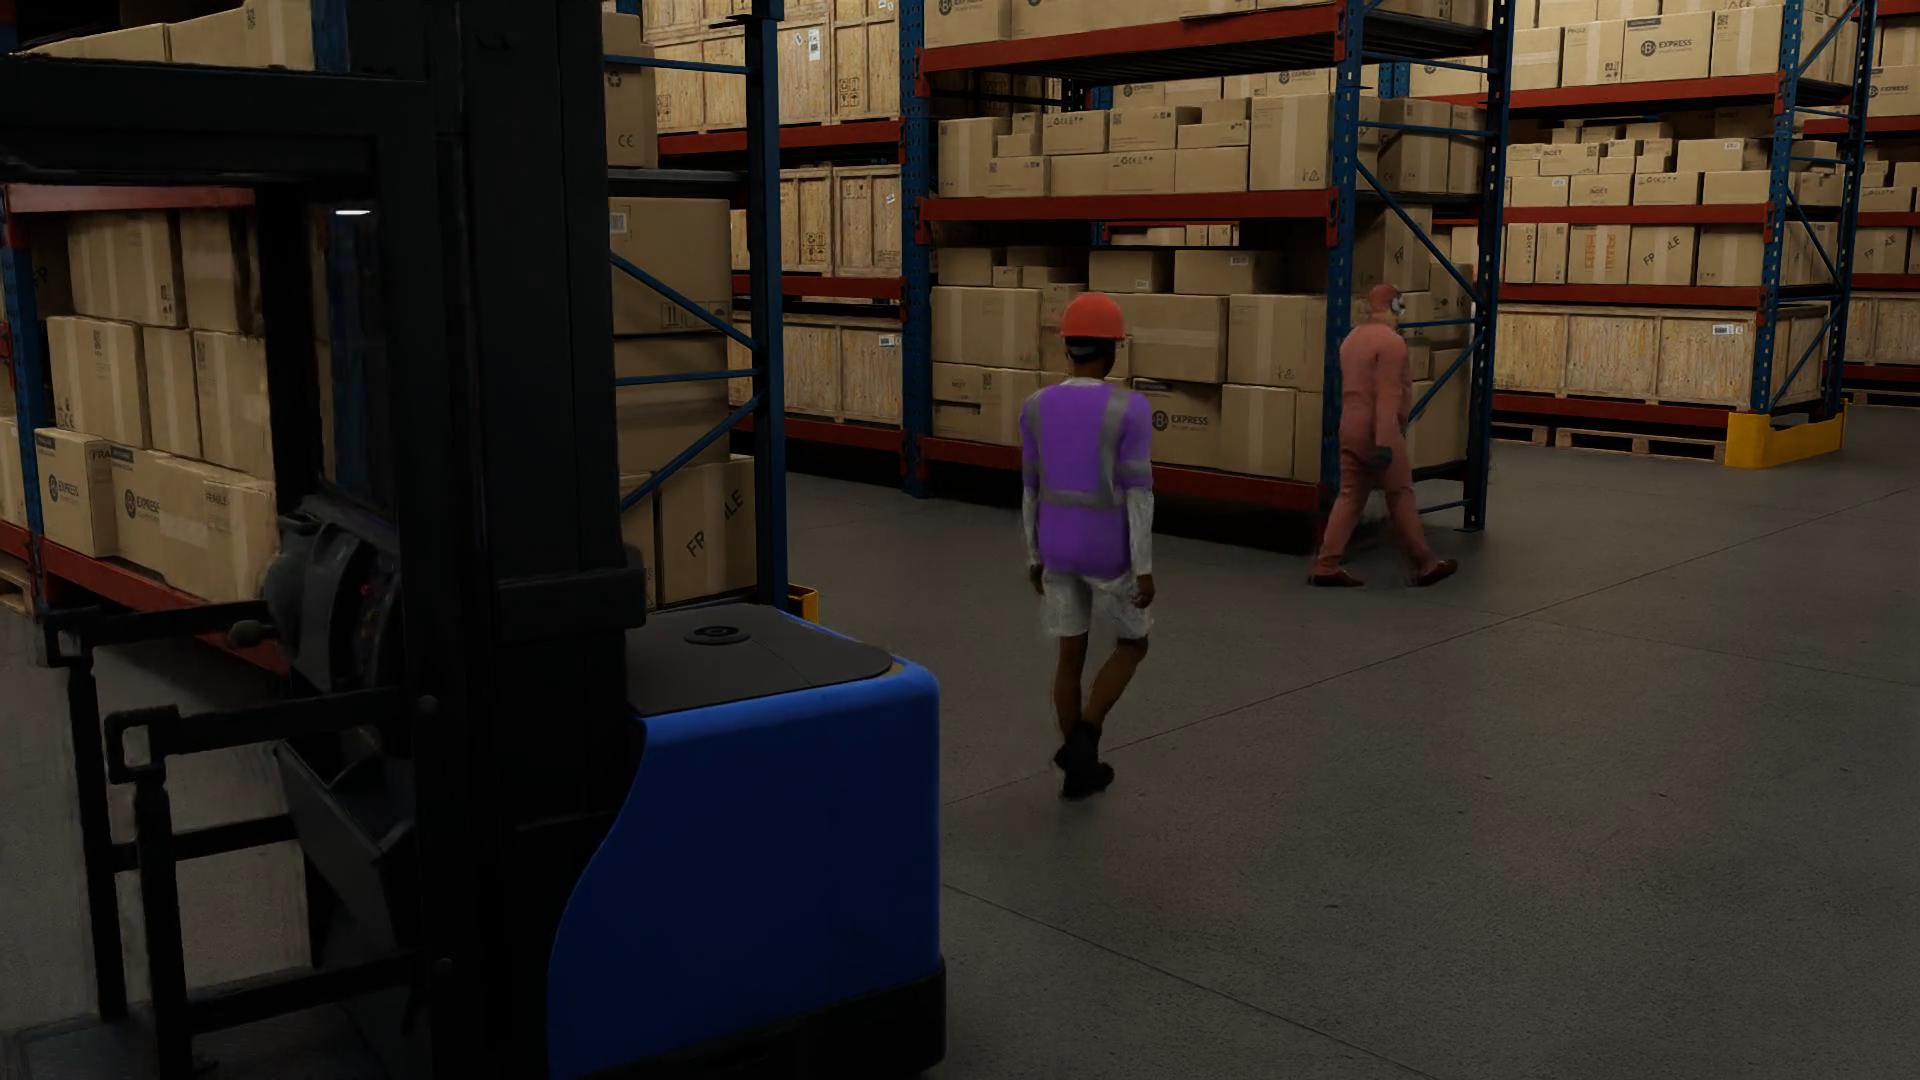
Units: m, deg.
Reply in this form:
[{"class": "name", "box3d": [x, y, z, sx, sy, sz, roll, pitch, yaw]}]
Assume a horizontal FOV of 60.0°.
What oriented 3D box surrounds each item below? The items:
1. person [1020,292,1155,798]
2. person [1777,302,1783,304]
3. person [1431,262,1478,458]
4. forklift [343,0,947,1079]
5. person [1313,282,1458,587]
[{"class": "person", "box3d": [0.480, 0.041, 6.234, 0.580, 1.922, 0.445, 7, 13, 34]}, {"class": "person", "box3d": [9.980, -2.513, 20.680, 0.384, 1.739, 0.576, 1, 10, 5]}, {"class": "person", "box3d": [4.224, -1.465, 14.514, 0.858, 1.911, 0.554, 8, 13, 38]}, {"class": "forklift", "box3d": [-1.061, -0.001, 3.858, 1.873, 2.768, 1.129, -7, 12, -33]}, {"class": "person", "box3d": [2.586, -0.622, 10.068, 0.922, 1.846, 0.724, -3, 11, -14]}]
